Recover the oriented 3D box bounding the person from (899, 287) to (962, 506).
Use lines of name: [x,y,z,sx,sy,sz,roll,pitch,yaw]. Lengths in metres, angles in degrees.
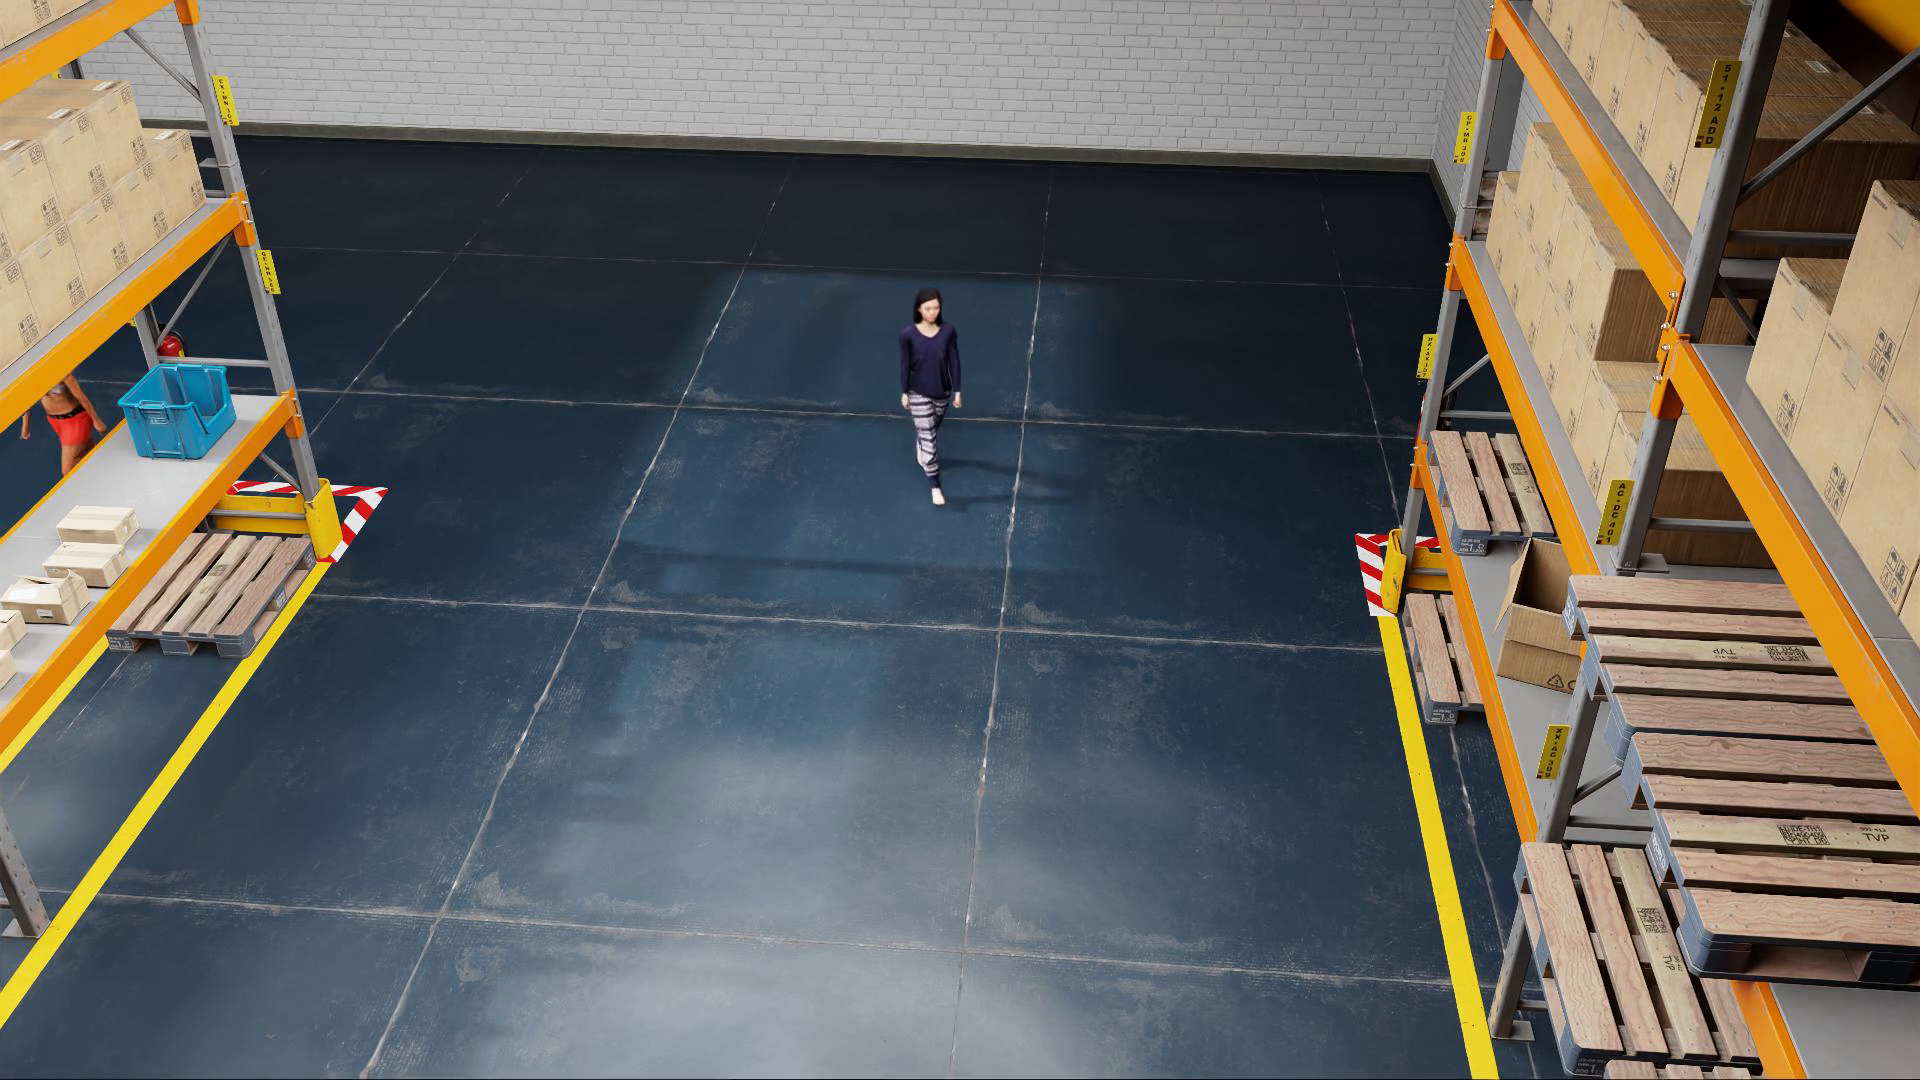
person: [-0.253,-1.193,12.965,0.871,1.699,1.164,-9,35,-13]
